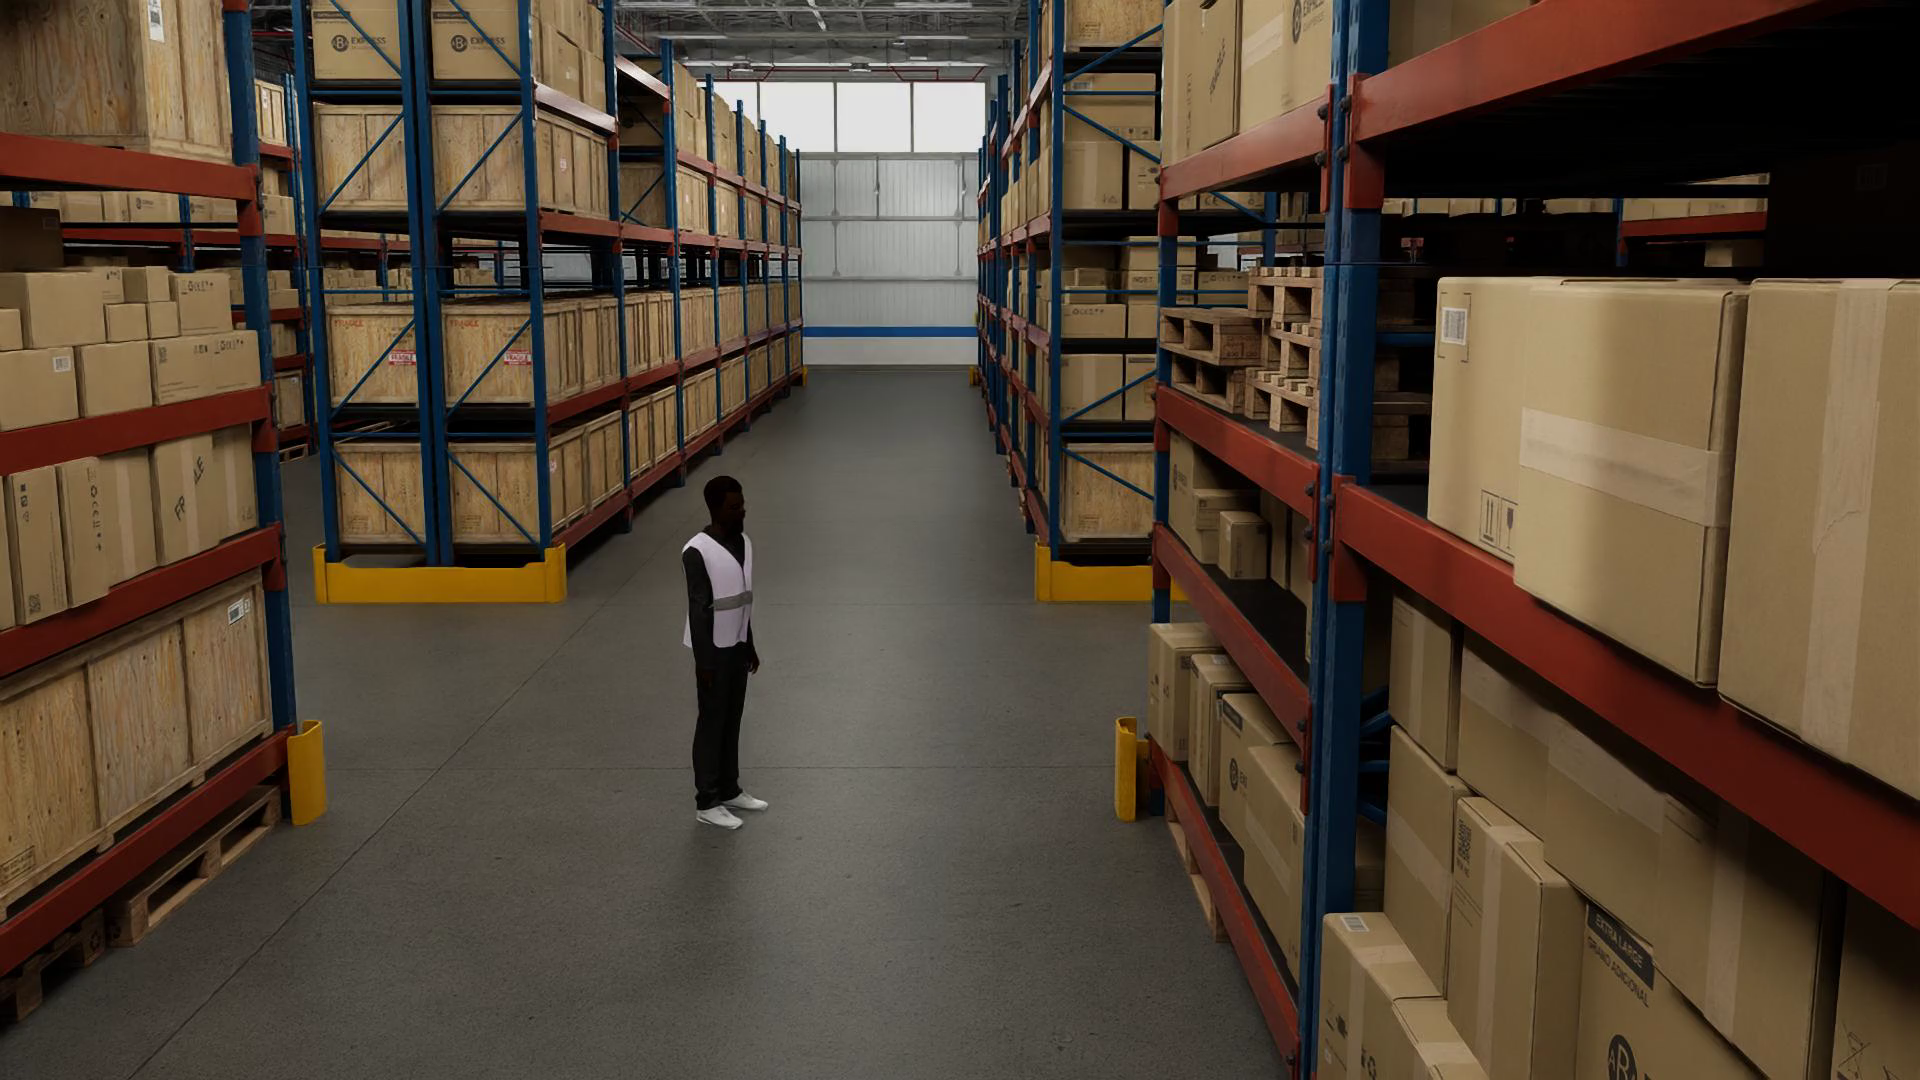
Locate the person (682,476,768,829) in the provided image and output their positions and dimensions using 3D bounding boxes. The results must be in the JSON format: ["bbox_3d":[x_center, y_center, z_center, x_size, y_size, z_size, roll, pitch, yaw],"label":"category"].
[{"bbox_3d":[-1.304,0.597,9.137,0.392,1.920,0.592,3,10,19],"label":"person"}]
